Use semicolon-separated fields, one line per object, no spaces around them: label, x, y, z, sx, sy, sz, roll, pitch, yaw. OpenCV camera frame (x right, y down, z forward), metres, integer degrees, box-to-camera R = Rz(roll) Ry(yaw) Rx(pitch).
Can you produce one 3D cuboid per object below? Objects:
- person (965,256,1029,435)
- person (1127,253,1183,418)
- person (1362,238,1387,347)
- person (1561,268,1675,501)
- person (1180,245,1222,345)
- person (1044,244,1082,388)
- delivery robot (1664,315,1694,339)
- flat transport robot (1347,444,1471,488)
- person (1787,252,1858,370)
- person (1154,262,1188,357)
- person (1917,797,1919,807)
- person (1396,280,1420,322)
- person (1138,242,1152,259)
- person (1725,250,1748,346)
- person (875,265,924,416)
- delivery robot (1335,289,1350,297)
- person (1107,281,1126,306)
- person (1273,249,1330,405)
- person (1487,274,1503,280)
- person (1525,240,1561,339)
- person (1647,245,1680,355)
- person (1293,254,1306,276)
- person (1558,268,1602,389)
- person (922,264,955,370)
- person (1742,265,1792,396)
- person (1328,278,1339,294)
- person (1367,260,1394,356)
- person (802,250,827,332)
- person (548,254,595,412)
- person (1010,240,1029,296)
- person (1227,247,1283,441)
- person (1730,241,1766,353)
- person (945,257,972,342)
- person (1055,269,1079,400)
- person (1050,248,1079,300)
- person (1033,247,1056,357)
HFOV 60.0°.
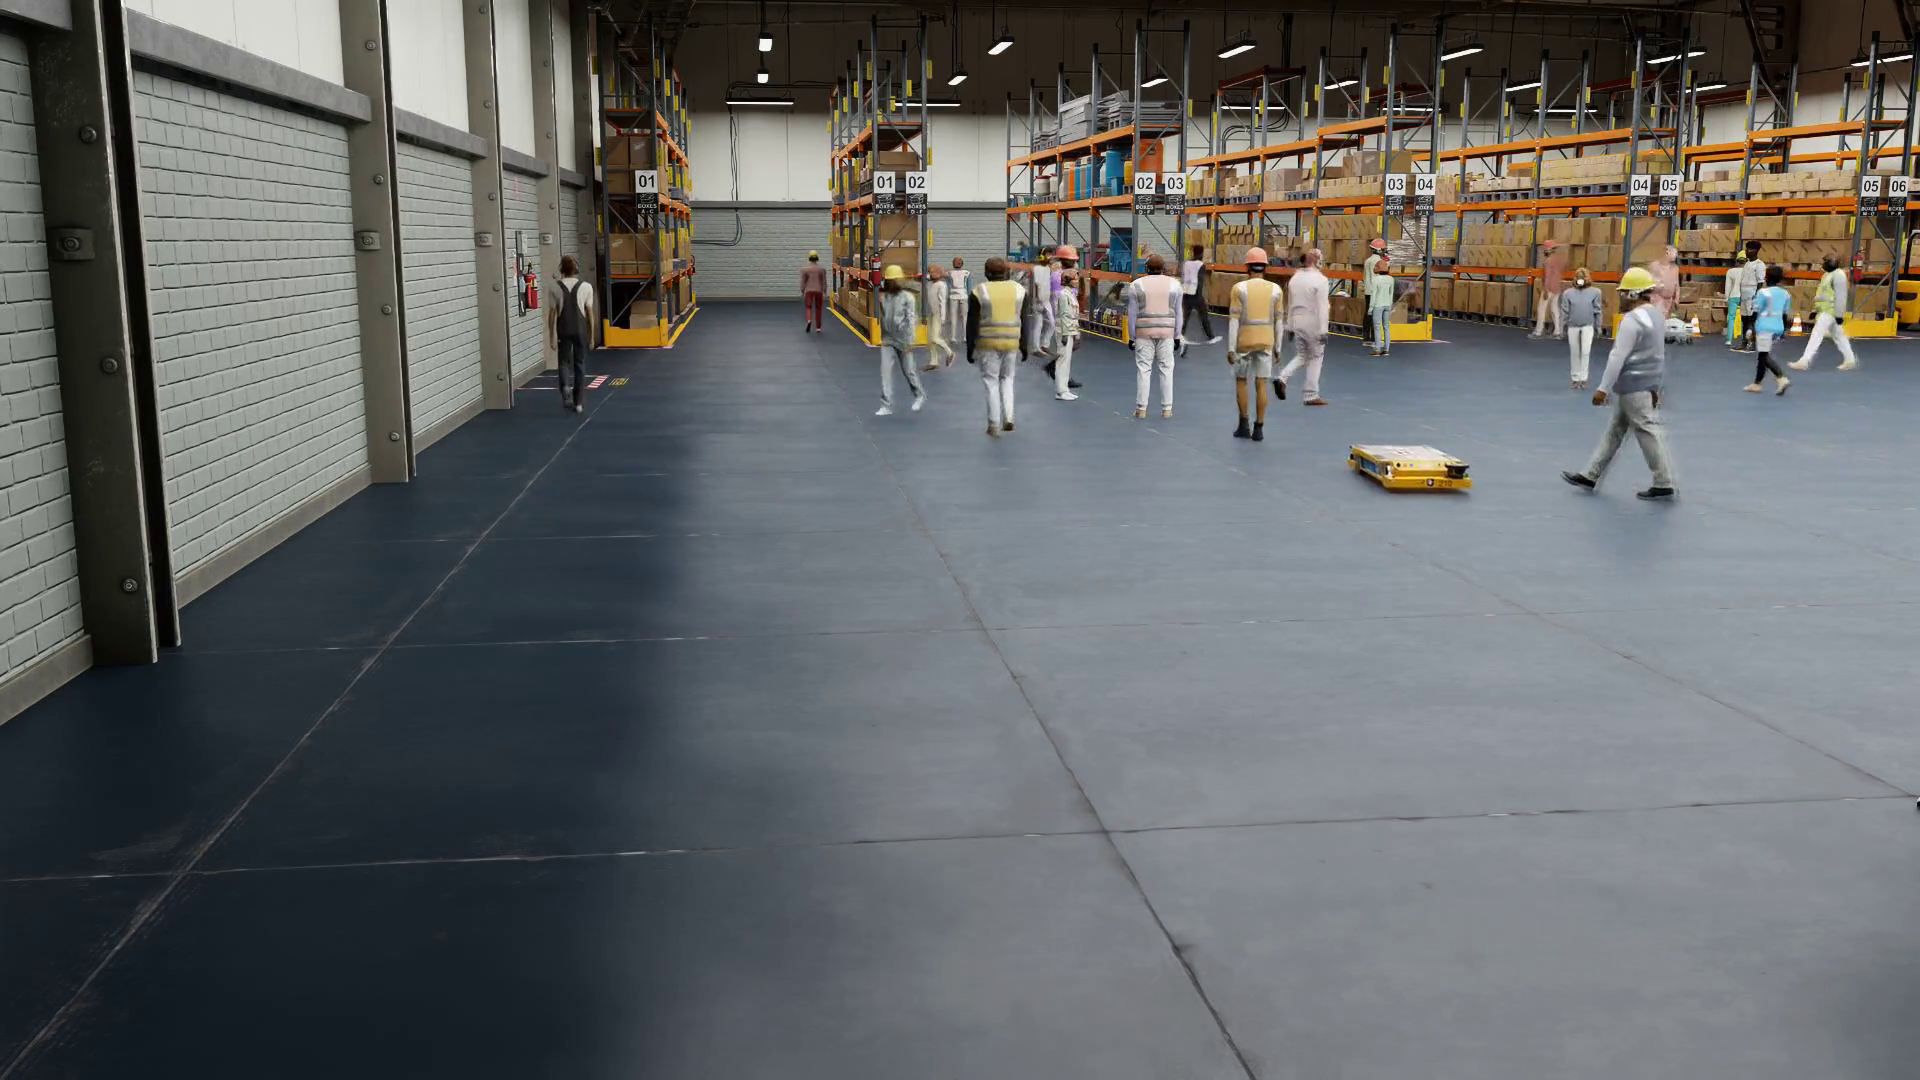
person;0.370;-1.977;17.013;0.656;1.828;0.452;-4;11;-19
person;2.181;-2.288;18.681;0.626;1.846;0.429;0;10;-2
person;7.684;-4.570;30.771;0.378;1.996;0.611;-3;11;-15
person;5.179;-1.206;12.910;0.926;1.784;0.600;8;13;37
person;4.491;-4.610;31.354;0.949;1.864;0.592;-7;12;-33
person;1.392;-3.011;22.423;0.527;1.925;0.563;6;12;30
delivery robot;13.378;-3.970;31.178;0.477;0.478;0.707;-5;12;-27
flat transport robot;3.728;-0.628;13.892;0.652;0.197;1.431;0;10;0
person;13.276;-3.479;25.371;1.001;1.797;0.620;3;11;17
person;3.533;-3.868;27.967;0.515;1.614;0.688;-7;12;-33
person;3.648;0.046;5.660;0.380;1.922;0.591;-7;12;-32
person;10.729;-6.227;39.892;0.628;1.982;1.068;-2;11;-12
person;5.419;-7.881;49.299;0.748;1.855;0.861;9;14;41
person;14.539;-4.501;31.017;0.525;1.772;0.309;5;11;24
person;-0.689;-2.304;19.127;0.497;1.714;0.798;6;12;28
delivery robot;10.683;-6.796;46.668;0.477;0.478;0.707;-1;10;-5
person;4.661;-7.826;48.594;0.580;2.003;0.666;2;11;10
person;4.154;-2.553;20.016;0.589;1.890;0.655;-5;12;-27
person;14.932;-7.351;46.449;0.575;1.838;0.401;-5;12;-27
person;11.683;-4.964;33.067;0.604;1.969;0.693;9;14;41
person;12.155;-4.125;28.649;0.672;1.875;0.736;-5;11;-24
person;6.988;-4.939;33.634;0.560;1.682;0.406;-3;11;-18
person;8.234;-2.802;22.125;0.535;1.602;0.729;5;12;27
person;-0.350;-3.378;25.262;0.419;1.616;0.515;-6;12;-29
person;10.457;-2.697;21.413;0.534;1.665;0.780;-5;11;-26
person;11.726;-8.406;51.956;0.372;1.940;0.629;-2;11;-13
person;7.193;-3.968;28.459;0.499;1.634;0.280;-6;12;-30
person;-3.090;-5.278;35.311;0.543;1.757;0.561;0;10;-3
person;-4.456;-2.366;19.144;0.517;1.830;0.563;-2;11;-12
person;1.702;-7.901;49.267;0.843;1.905;0.718;-3;11;-16
person;2.948;-1.963;16.679;0.586;1.917;0.519;-1;10;-6
person;13.869;-4.270;29.207;0.367;1.966;0.606;0;10;-2
person;-0.029;-4.640;32.135;0.514;1.639;0.310;0;10;-2
person;1.333;-2.558;20.738;0.311;1.634;0.510;2;11;11
person;2.171;-5.205;34.718;0.617;1.821;0.426;-2;10;-8
person;1.427;-3.997;28.041;0.494;1.853;0.511;8;13;38
